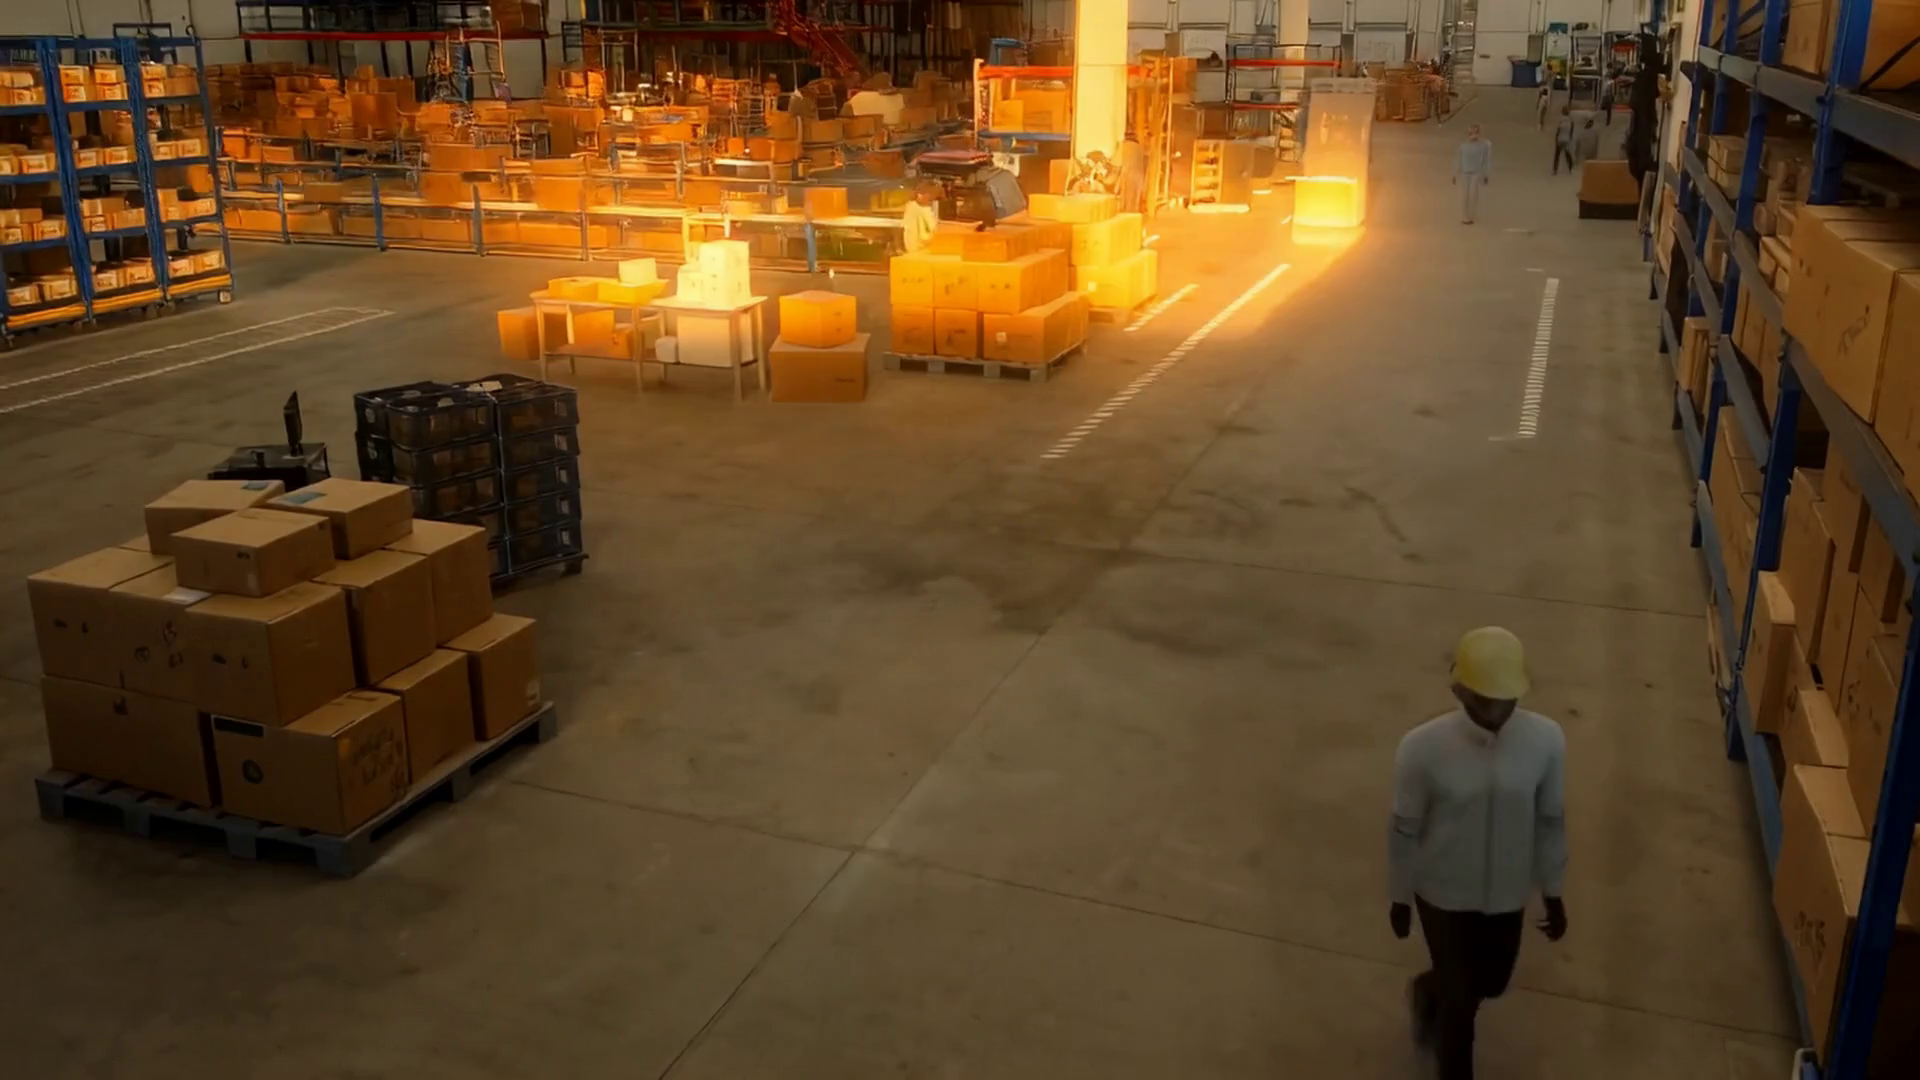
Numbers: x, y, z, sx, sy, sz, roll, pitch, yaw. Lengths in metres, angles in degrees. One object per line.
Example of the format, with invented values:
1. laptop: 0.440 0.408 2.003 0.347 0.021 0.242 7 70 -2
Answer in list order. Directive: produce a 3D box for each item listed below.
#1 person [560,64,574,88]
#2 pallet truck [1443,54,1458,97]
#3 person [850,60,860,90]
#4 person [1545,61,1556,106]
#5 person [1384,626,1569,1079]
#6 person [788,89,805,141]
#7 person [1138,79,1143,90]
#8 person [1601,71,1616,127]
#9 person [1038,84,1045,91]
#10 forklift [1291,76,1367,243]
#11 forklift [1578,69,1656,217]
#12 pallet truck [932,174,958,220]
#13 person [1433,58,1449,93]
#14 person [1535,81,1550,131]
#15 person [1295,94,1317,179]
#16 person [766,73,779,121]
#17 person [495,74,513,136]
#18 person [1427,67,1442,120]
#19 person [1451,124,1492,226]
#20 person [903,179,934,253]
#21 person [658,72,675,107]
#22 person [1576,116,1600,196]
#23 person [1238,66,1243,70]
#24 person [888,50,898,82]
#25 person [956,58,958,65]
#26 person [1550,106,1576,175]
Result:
1. person: -15.260 -17.485 64.570 0.604 1.969 0.649 13 22 34
2. pallet truck: 22.765 -21.886 78.355 0.823 1.965 1.885 -4 18 -14
3. person: -4.454 -19.651 71.471 0.738 1.909 0.548 13 22 36
4. person: 25.246 -19.526 71.176 0.333 1.858 0.522 -11 21 -31
5. person: 1.793 1.190 5.912 0.616 1.966 0.887 -4 18 -12
6. person: -5.045 -13.196 51.684 0.498 1.603 0.770 5 18 15
7. person: 8.622 -21.770 78.238 0.952 1.836 0.598 14 22 37
8. person: 22.787 -15.460 58.298 0.369 1.915 0.597 6 19 19
9. person: 2.327 -12.491 49.093 0.633 1.857 1.037 9 20 27
10. forklift: 6.598 -6.755 29.381 1.129 2.768 1.873 6 19 19
11. forklift: 13.219 -7.740 32.475 1.873 2.768 1.129 6 19 18
12. pallet truck: -0.507 -5.292 27.348 0.653 1.274 1.630 6 19 19
13. person: 20.598 -19.566 70.995 0.852 2.000 0.714 -16 24 -42
14. person: 19.767 -14.724 56.436 0.311 1.639 0.514 -16 24 -41
15. person: 8.291 -9.696 40.041 0.628 2.011 0.673 15 23 39
16. person: -6.895 -16.304 61.244 0.483 1.736 0.311 -1 18 -4
17. person: -14.807 -14.149 54.138 0.551 1.940 0.351 2 18 6
18. person: 17.707 -16.671 62.112 0.611 1.908 1.024 -3 18 -10
19. person: 9.601 -6.870 31.366 0.681 1.869 0.894 11 21 32
20. person: -0.503 -3.841 21.939 0.425 1.821 0.617 10 20 27
21. person: -10.448 -15.742 59.341 0.595 1.824 0.404 -8 19 -23
22. person: 13.680 -8.322 36.133 0.544 1.745 0.534 -7 19 -21
23. person: 12.647 -20.784 75.069 0.597 1.903 0.589 2 18 6
24. person: -3.911 -27.082 95.006 1.012 1.785 0.512 17 24 42
25. person: 0.096 -24.927 88.099 0.626 1.871 0.955 3 18 9
26. person: 14.995 -9.884 41.172 0.534 1.670 0.768 -3 18 -8
